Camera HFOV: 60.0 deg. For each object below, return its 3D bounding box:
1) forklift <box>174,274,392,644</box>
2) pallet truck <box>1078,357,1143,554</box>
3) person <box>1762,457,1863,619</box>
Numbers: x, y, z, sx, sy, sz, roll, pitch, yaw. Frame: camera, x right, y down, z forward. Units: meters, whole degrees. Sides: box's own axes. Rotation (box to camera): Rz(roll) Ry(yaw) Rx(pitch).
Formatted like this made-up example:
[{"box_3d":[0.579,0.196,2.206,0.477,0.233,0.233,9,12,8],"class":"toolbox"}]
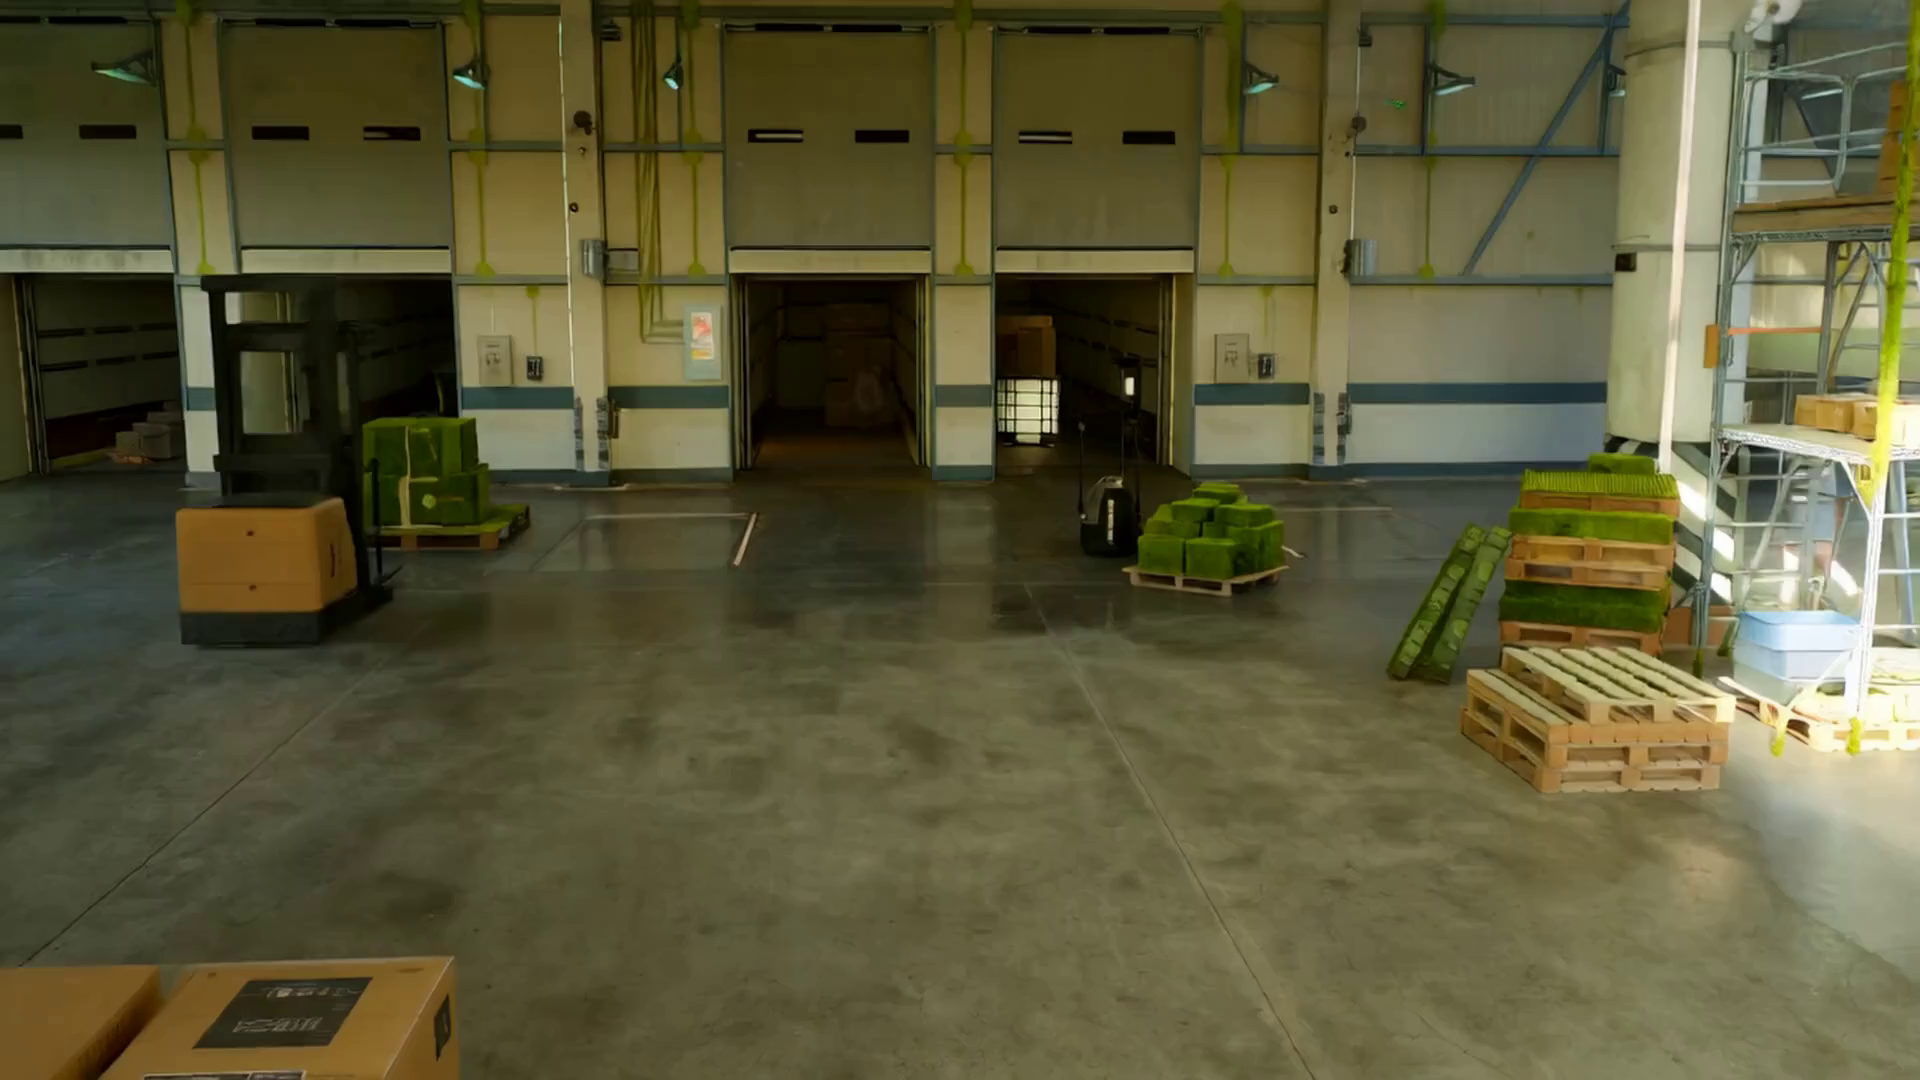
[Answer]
[{"box_3d":[-5.380,-0.700,13.145,1.129,2.768,1.873,-1,9,-4],"class":"forklift"},{"box_3d":[2.088,-0.836,16.757,1.885,1.965,0.823,2,9,13],"class":"pallet truck"},{"box_3d":[7.041,-0.167,13.577,0.533,1.672,0.742,-7,11,-38],"class":"person"}]
